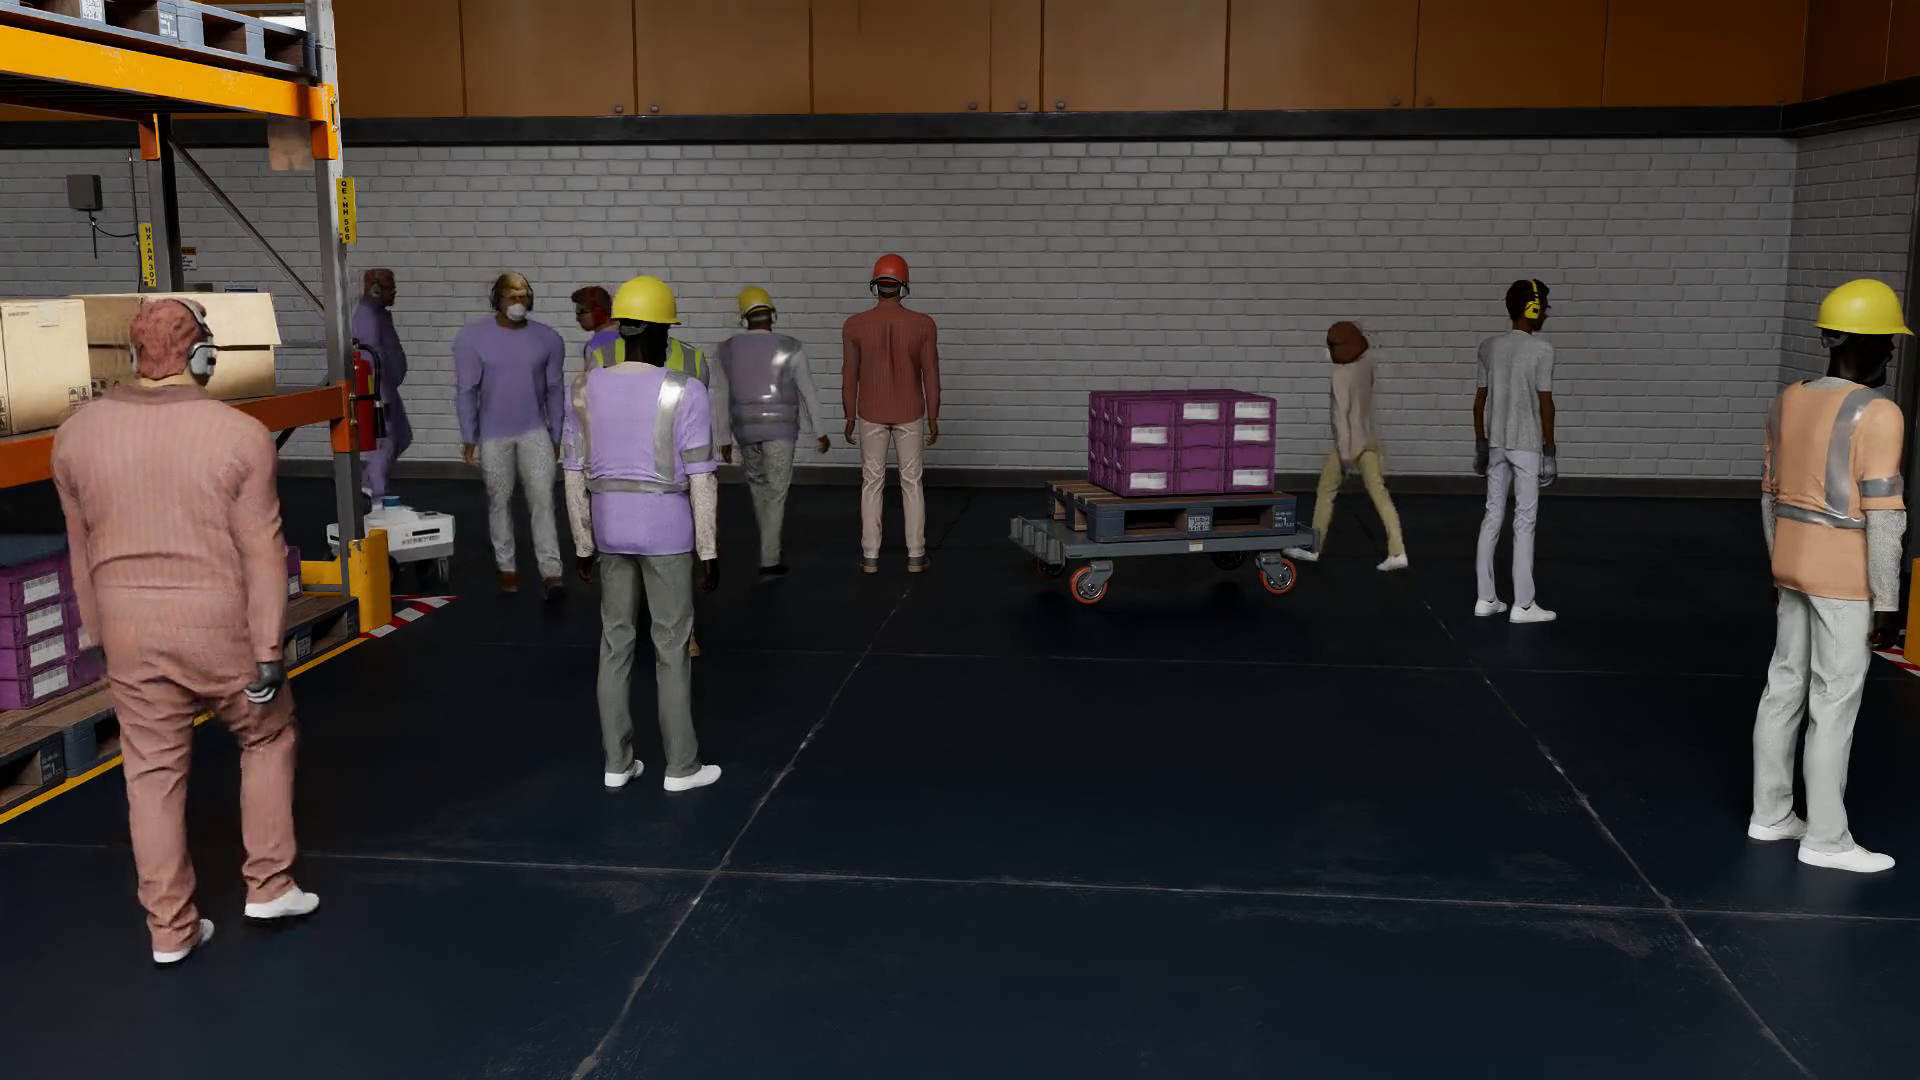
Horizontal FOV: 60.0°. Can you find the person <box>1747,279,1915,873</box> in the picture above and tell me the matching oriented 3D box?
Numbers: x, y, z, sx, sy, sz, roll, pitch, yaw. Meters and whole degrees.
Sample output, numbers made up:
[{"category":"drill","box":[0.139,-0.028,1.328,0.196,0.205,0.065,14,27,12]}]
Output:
[{"category":"person","box":[2.865,0.118,5.461,0.365,1.927,0.588,-2,10,-11]}]

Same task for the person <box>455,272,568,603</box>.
[{"category":"person","box":[-2.549,-0.578,9.553,0.640,1.887,1.010,-4,11,-22]}]

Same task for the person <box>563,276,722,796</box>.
[{"category":"person","box":[-1.167,-0.011,6.200,0.593,1.925,0.384,3,10,16]}]

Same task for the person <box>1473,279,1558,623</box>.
[{"category":"person","box":[3.036,-0.482,9.080,0.331,1.865,0.519,-7,12,-34]}]

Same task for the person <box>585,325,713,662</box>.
[{"category":"person","box":[-1.523,-0.319,8.208,0.632,1.843,0.429,-3,10,-18]}]

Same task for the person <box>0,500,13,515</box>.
[{"category":"person","box":[-7.487,-1.029,12.349,0.633,1.816,0.796,1,10,8]}]

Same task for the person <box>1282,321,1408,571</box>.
[{"category":"person","box":[2.482,-0.595,10.534,0.516,1.580,0.889,-9,13,-42]}]

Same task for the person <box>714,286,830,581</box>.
[{"category":"person","box":[-1.152,-0.674,10.387,0.635,1.792,0.788,3,10,16]}]

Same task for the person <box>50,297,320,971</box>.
[{"category":"person","box":[-2.202,0.255,4.796,0.657,1.889,0.634,0,10,-2]}]

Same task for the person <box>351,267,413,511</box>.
[{"category":"person","box":[-4.421,-1.136,12.750,0.425,1.887,0.669,-3,10,-15]}]

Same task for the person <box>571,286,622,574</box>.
[{"category":"person","box":[-2.107,-0.653,10.243,0.530,1.794,0.587,2,10,12]}]

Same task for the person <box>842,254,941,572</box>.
[{"category":"person","box":[-0.428,-0.785,10.435,0.622,1.994,0.381,0,10,-1]}]

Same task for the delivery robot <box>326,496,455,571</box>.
[{"category":"delivery robot","box":[-3.381,-0.021,9.917,0.477,0.478,0.707,8,13,40]}]
